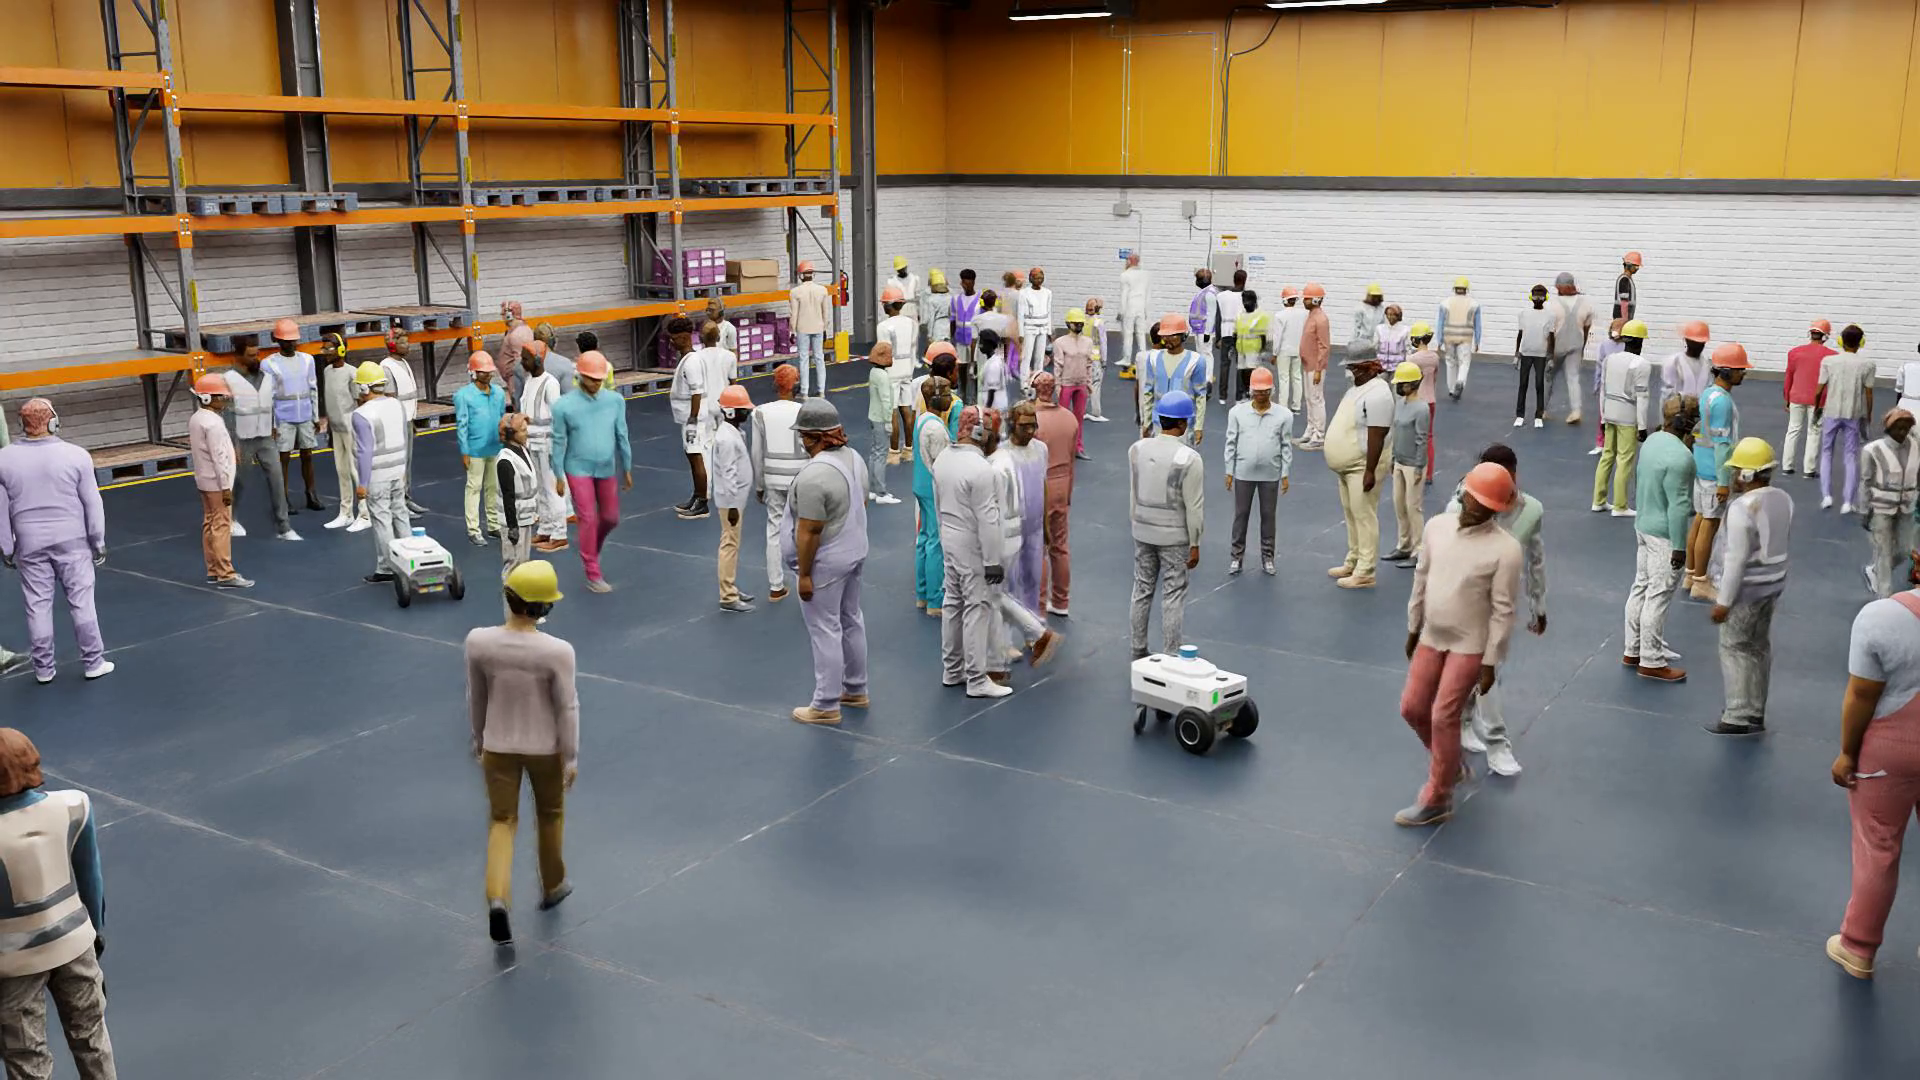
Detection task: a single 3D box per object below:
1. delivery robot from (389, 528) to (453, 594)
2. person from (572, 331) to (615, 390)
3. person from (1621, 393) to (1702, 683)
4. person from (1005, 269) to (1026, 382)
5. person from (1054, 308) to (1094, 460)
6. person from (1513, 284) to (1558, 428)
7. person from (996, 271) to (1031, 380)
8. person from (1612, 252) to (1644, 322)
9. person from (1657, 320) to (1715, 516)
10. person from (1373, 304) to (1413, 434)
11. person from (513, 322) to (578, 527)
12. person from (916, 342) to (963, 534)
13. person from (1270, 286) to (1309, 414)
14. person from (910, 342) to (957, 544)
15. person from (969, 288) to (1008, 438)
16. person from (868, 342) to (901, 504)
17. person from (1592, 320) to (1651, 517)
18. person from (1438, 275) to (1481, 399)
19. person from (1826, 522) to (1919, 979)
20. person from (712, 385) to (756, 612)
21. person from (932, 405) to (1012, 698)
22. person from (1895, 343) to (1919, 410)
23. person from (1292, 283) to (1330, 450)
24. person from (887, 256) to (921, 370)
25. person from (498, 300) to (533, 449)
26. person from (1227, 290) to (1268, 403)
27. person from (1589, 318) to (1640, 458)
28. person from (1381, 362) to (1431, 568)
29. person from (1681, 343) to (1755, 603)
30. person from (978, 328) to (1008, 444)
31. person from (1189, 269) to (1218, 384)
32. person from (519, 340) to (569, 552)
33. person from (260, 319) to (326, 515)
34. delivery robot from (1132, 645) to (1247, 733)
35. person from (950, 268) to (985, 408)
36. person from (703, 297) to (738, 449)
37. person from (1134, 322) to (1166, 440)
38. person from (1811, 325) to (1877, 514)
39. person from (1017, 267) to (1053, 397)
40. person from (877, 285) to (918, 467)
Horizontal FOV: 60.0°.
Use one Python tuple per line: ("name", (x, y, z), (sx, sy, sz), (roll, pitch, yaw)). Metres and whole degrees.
("delivery robot", (-4.292, 0.144, 13.230), (0.477, 0.478, 0.707), (-8, 15, -31))
("person", (-3.823, -1.306, 17.224), (0.539, 1.695, 0.319), (-9, 16, -34))
("person", (4.707, -0.025, 11.136), (0.353, 1.937, 0.635), (0, 13, 2))
("person", (0.869, -3.355, 25.991), (0.346, 1.746, 0.573), (8, 15, 32))
("person", (1.308, -1.781, 19.126), (0.525, 1.772, 0.308), (-8, 15, -30))
("person", (7.437, -2.382, 21.548), (0.503, 1.862, 0.327), (7, 15, 28))
("person", (0.807, -3.103, 24.817), (0.575, 1.800, 0.598), (9, 16, 34))
("person", (10.274, -3.424, 25.674), (0.387, 2.034, 0.605), (4, 14, 17))
("person", (7.116, -1.224, 16.371), (0.547, 1.910, 0.721), (-2, 13, -8))
("person", (5.467, -2.171, 21.101), (0.523, 1.638, 0.310), (9, 16, 34))
("person", (-3.897, -1.084, 15.730), (0.629, 1.940, 0.377), (4, 14, 17))
("person", (-0.162, -0.627, 13.624), (0.382, 1.995, 0.612), (-6, 14, -24))
("person", (4.445, -2.562, 22.545), (0.560, 1.753, 0.329), (-7, 15, -28))
("person", (-0.205, -0.836, 14.812), (0.531, 1.867, 0.317), (-10, 16, -36))
("person", (0.363, -2.191, 20.717), (0.508, 1.860, 0.319), (-4, 13, -15))
("person", (-0.784, -1.190, 16.856), (0.279, 1.634, 0.499), (-4, 14, -16))
("person", (6.488, -1.186, 16.239), (0.396, 1.917, 0.586), (-5, 14, -21))
("person", (7.158, -2.893, 23.879), (0.597, 1.808, 0.711), (5, 14, 20))
("person", (4.050, 0.864, 7.060), (0.688, 2.000, 0.535), (2, 13, 8))
("person", (-1.731, -0.330, 12.863), (0.341, 1.750, 0.566), (-1, 13, -5))
("person", (0.087, 0.072, 10.803), (0.407, 1.902, 0.638), (-7, 15, -29))
("person", (9.763, -1.238, 16.954), (0.320, 1.686, 0.541), (-6, 14, -25))
("person", (4.220, -2.079, 19.922), (0.395, 1.993, 0.616), (0, 13, -1))
("person", (-0.921, -3.715, 27.272), (0.597, 1.875, 0.568), (-4, 13, -15))
("person", (-4.945, -1.725, 18.600), (0.399, 1.902, 0.643), (-2, 13, -8))
("person", (3.932, -2.594, 22.831), (0.417, 1.677, 0.550), (-11, 17, -39))
("person", (7.652, -1.779, 19.414), (0.265, 1.631, 0.507), (-12, 17, -42))
("person", (3.823, -0.646, 14.244), (0.341, 1.755, 0.532), (-3, 13, -11))
("person", (5.975, -0.535, 13.121), (0.372, 2.044, 0.608), (3, 13, 12))
("person", (0.330, -1.407, 17.684), (0.387, 1.679, 0.549), (0, 13, 0))
("person", (3.611, -3.106, 24.721), (0.429, 1.840, 0.634), (-1, 13, -3))
("person", (-3.708, -0.836, 14.773), (0.337, 1.882, 0.584), (-9, 16, -36))
("person", (-6.517, -1.200, 16.276), (0.412, 1.927, 0.546), (12, 18, 42))
("delivery robot", (1.376, 0.878, 10.047), (0.477, 0.478, 0.707), (-11, 17, -41))
("person", (0.124, -2.768, 22.981), (0.612, 1.960, 0.366), (6, 14, 26))
("person", (-2.864, -1.960, 19.733), (0.506, 1.847, 0.345), (8, 15, 32))
("person", (1.948, -1.259, 16.677), (0.323, 1.855, 0.531), (-12, 17, -41))
("person", (8.724, -1.189, 16.443), (0.523, 1.827, 0.576), (5, 14, 22))
("person", (1.097, -3.036, 24.319), (0.584, 1.882, 0.337), (-8, 15, -30))
("person", (-0.748, -1.852, 18.836), (0.375, 2.044, 0.605), (10, 16, 37))
